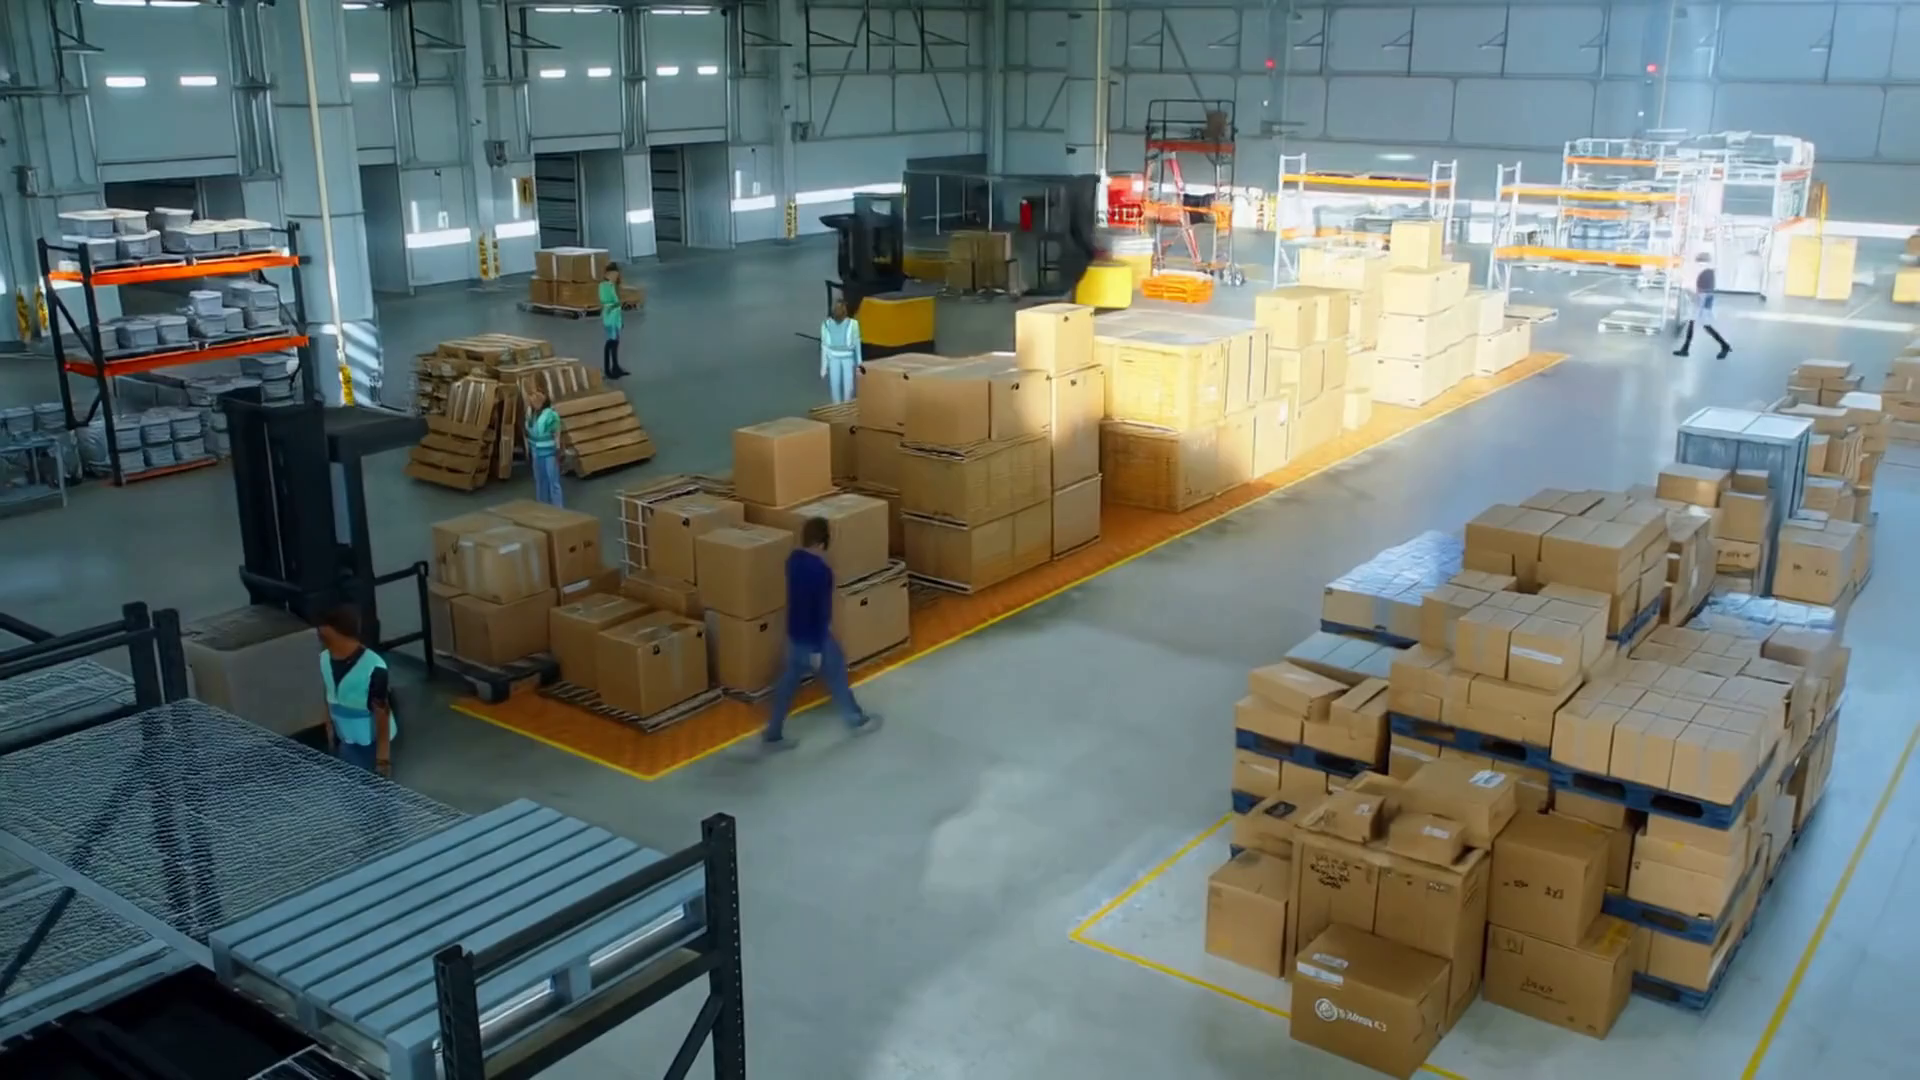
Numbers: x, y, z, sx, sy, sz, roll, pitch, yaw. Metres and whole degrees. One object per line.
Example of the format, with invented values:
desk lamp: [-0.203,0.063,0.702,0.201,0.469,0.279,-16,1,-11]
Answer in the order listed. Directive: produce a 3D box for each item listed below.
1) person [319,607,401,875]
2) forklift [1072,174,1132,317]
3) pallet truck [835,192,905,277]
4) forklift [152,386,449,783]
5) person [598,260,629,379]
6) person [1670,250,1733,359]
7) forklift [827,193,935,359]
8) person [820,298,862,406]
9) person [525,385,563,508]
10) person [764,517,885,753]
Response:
person: [-3.969,1.340,11.003,0.593,1.907,0.415,10,20,31]
forklift: [2.470,-5.821,33.050,1.873,2.768,1.129,3,17,10]
pallet truck: [-1.936,-7.159,38.982,1.885,1.965,0.823,-12,21,-34]
forklift: [-5.243,0.235,12.996,1.129,2.768,1.873,12,21,35]
person: [-5.698,-3.633,27.408,0.363,1.939,0.542,5,17,15]
person: [13.084,-4.113,29.077,0.944,1.902,0.536,4,17,14]
forklift: [-1.400,-4.665,29.220,1.129,2.768,1.873,-14,22,-38]
person: [-1.706,-2.550,23.914,0.592,1.876,0.410,3,17,10]
person: [-4.792,-0.983,19.140,0.512,1.642,0.312,10,19,29]
person: [-1.125,0.731,13.069,1.045,1.873,0.639,-11,20,-33]
